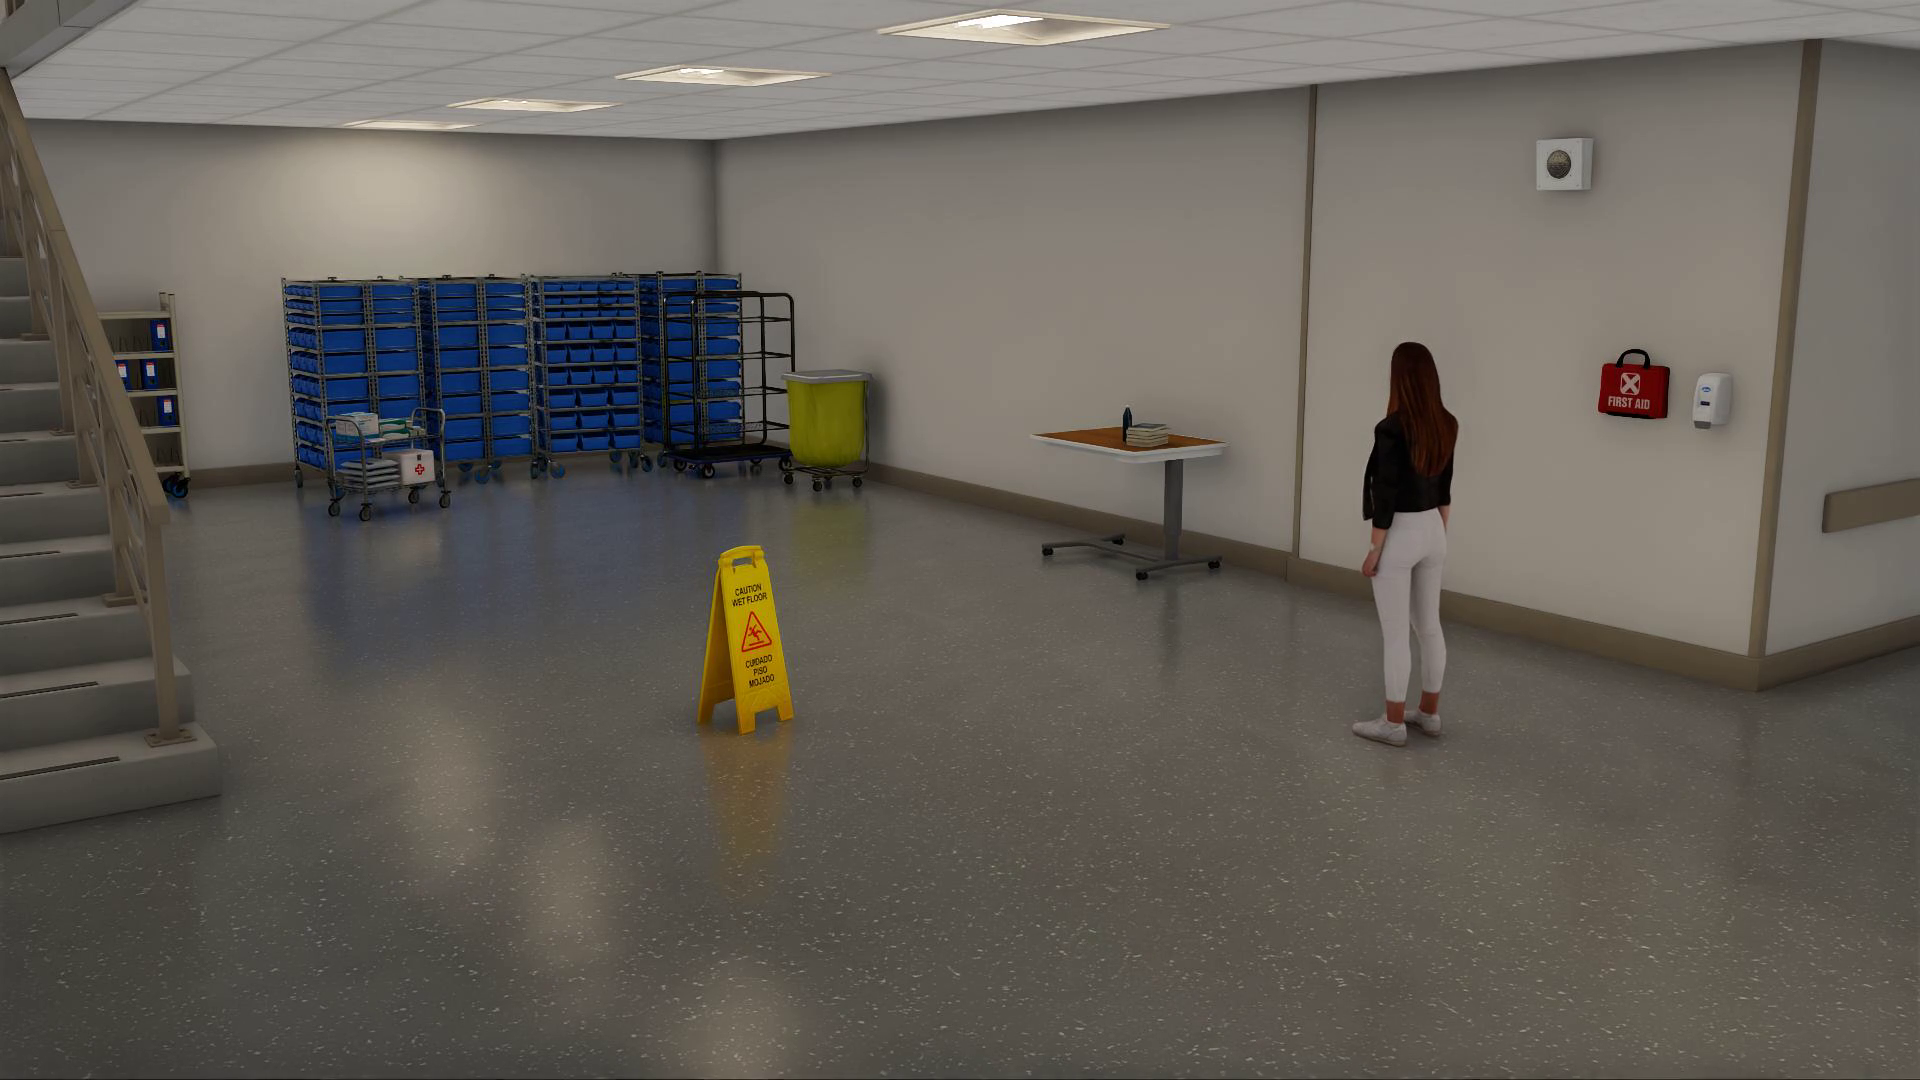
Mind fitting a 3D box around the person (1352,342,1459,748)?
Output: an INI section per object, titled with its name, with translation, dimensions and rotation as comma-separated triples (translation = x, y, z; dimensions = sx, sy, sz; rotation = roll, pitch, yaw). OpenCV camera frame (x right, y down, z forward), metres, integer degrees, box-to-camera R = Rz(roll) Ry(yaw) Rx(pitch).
[person]
translation = 1.908, 0.013, 7.042
dimensions = 0.610, 1.701, 0.542
rotation = -6, 12, -30
